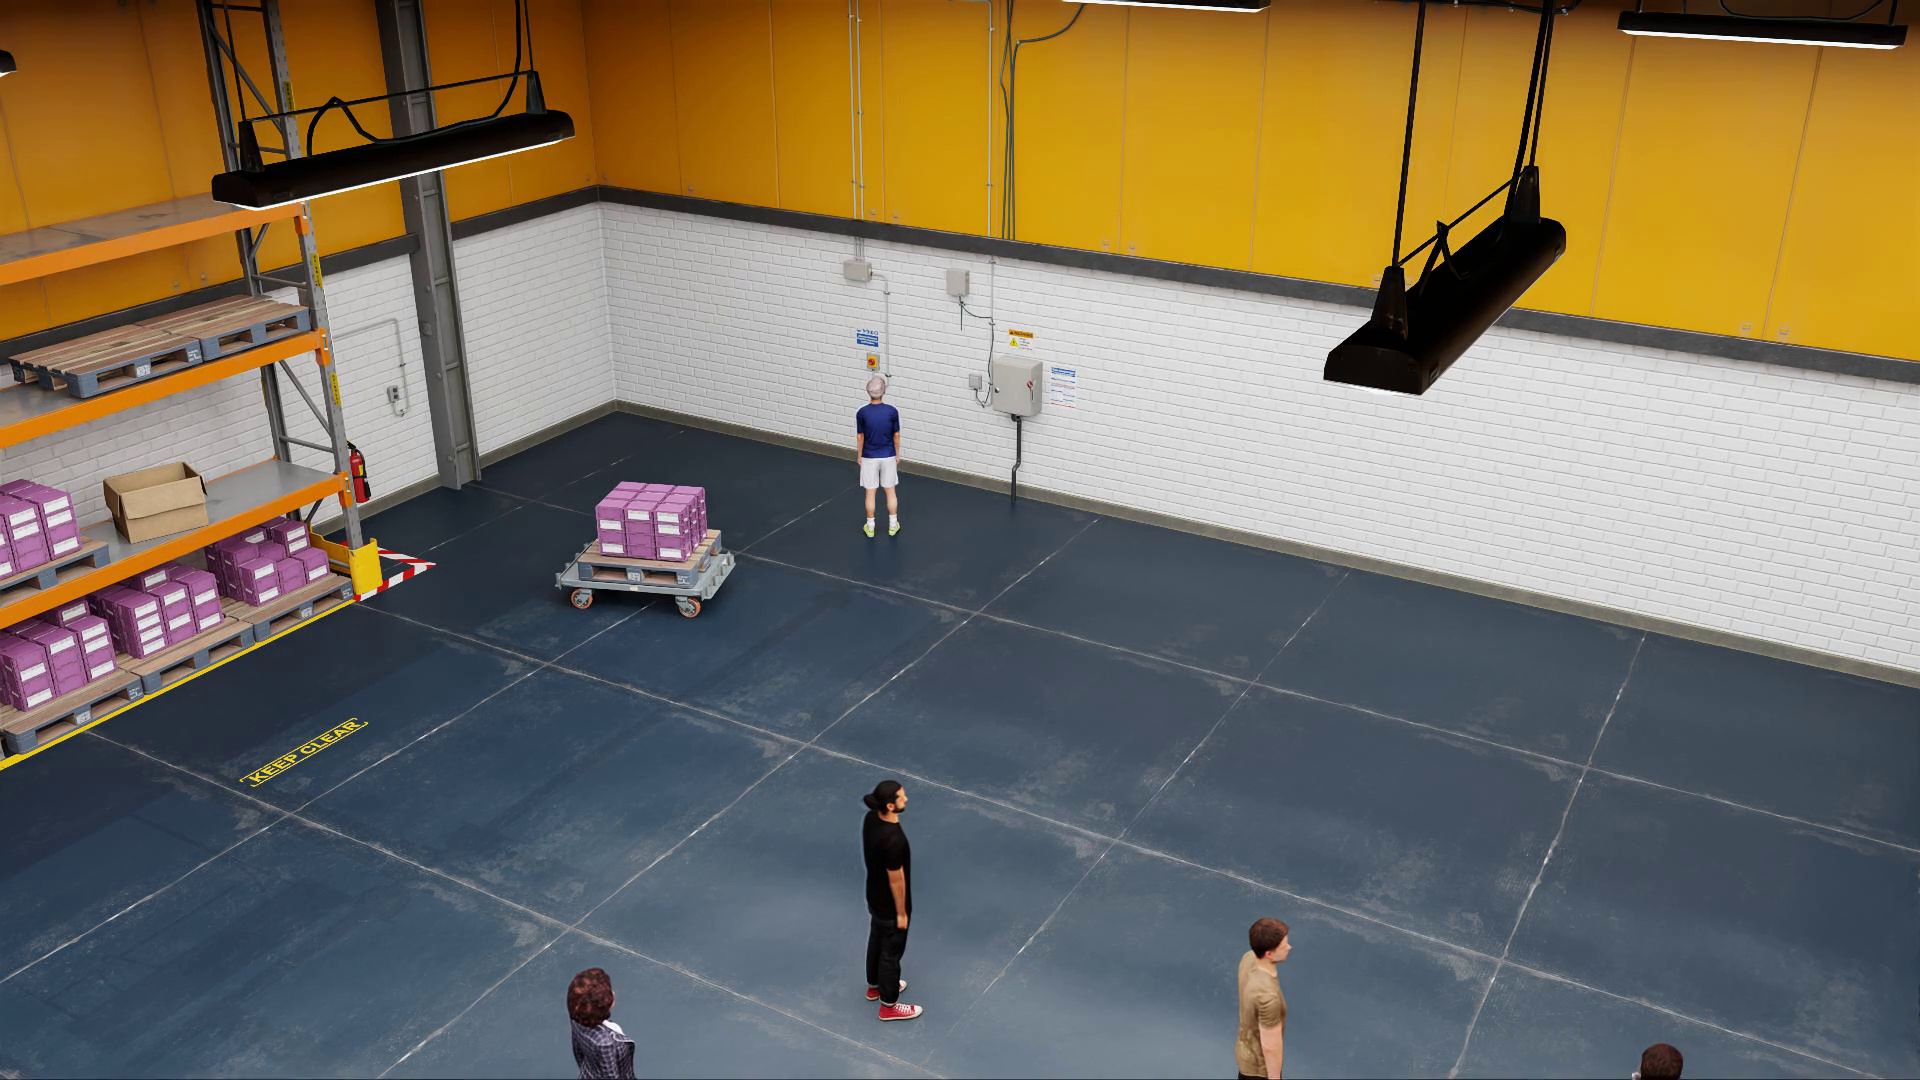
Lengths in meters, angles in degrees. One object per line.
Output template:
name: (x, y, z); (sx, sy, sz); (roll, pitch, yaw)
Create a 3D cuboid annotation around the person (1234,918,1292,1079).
person: (1.702, 2.943, 9.496); (0.811, 1.852, 0.707); (-2, 24, -3)

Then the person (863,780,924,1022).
person: (-0.478, 2.351, 10.971); (0.736, 1.757, 0.707); (-10, 25, -21)

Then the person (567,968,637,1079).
person: (-1.984, 3.116, 9.287); (0.680, 1.702, 0.698); (-17, 29, -34)

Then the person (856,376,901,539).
person: (-0.897, -0.925, 18.362); (0.722, 1.839, 0.756); (-3, 24, -7)
